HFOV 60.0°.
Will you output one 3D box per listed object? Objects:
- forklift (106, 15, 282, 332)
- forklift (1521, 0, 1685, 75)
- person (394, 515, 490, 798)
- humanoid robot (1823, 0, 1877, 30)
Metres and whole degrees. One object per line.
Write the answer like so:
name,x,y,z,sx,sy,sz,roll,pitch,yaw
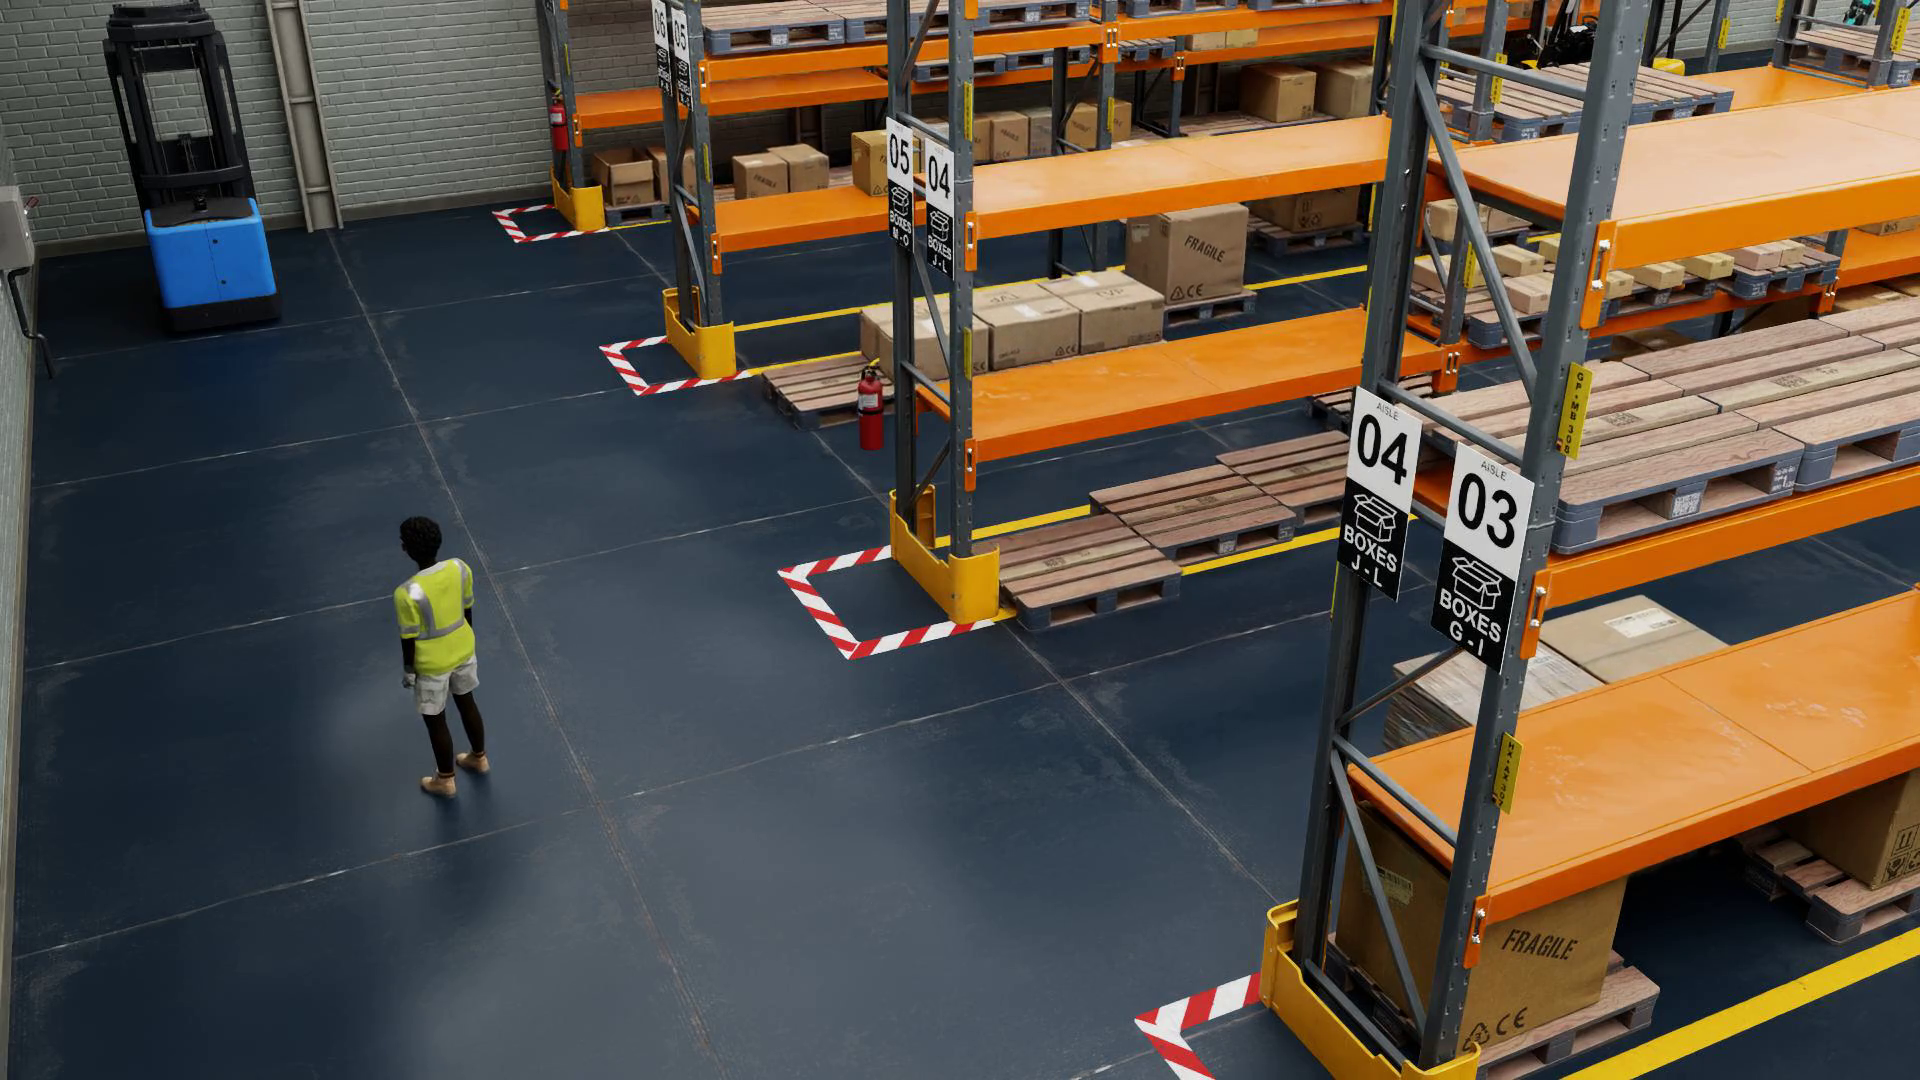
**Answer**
forklift,-7.548,-3.672,16.323,1.129,2.768,1.873,-12,30,-22
forklift,8.950,-6.807,23.056,1.214,2.155,2.313,-12,30,-22
person,-2.902,0.646,9.324,0.321,1.686,0.537,14,31,24
humanoid robot,13.833,-8.044,25.962,0.773,1.807,0.544,-2,28,-4
